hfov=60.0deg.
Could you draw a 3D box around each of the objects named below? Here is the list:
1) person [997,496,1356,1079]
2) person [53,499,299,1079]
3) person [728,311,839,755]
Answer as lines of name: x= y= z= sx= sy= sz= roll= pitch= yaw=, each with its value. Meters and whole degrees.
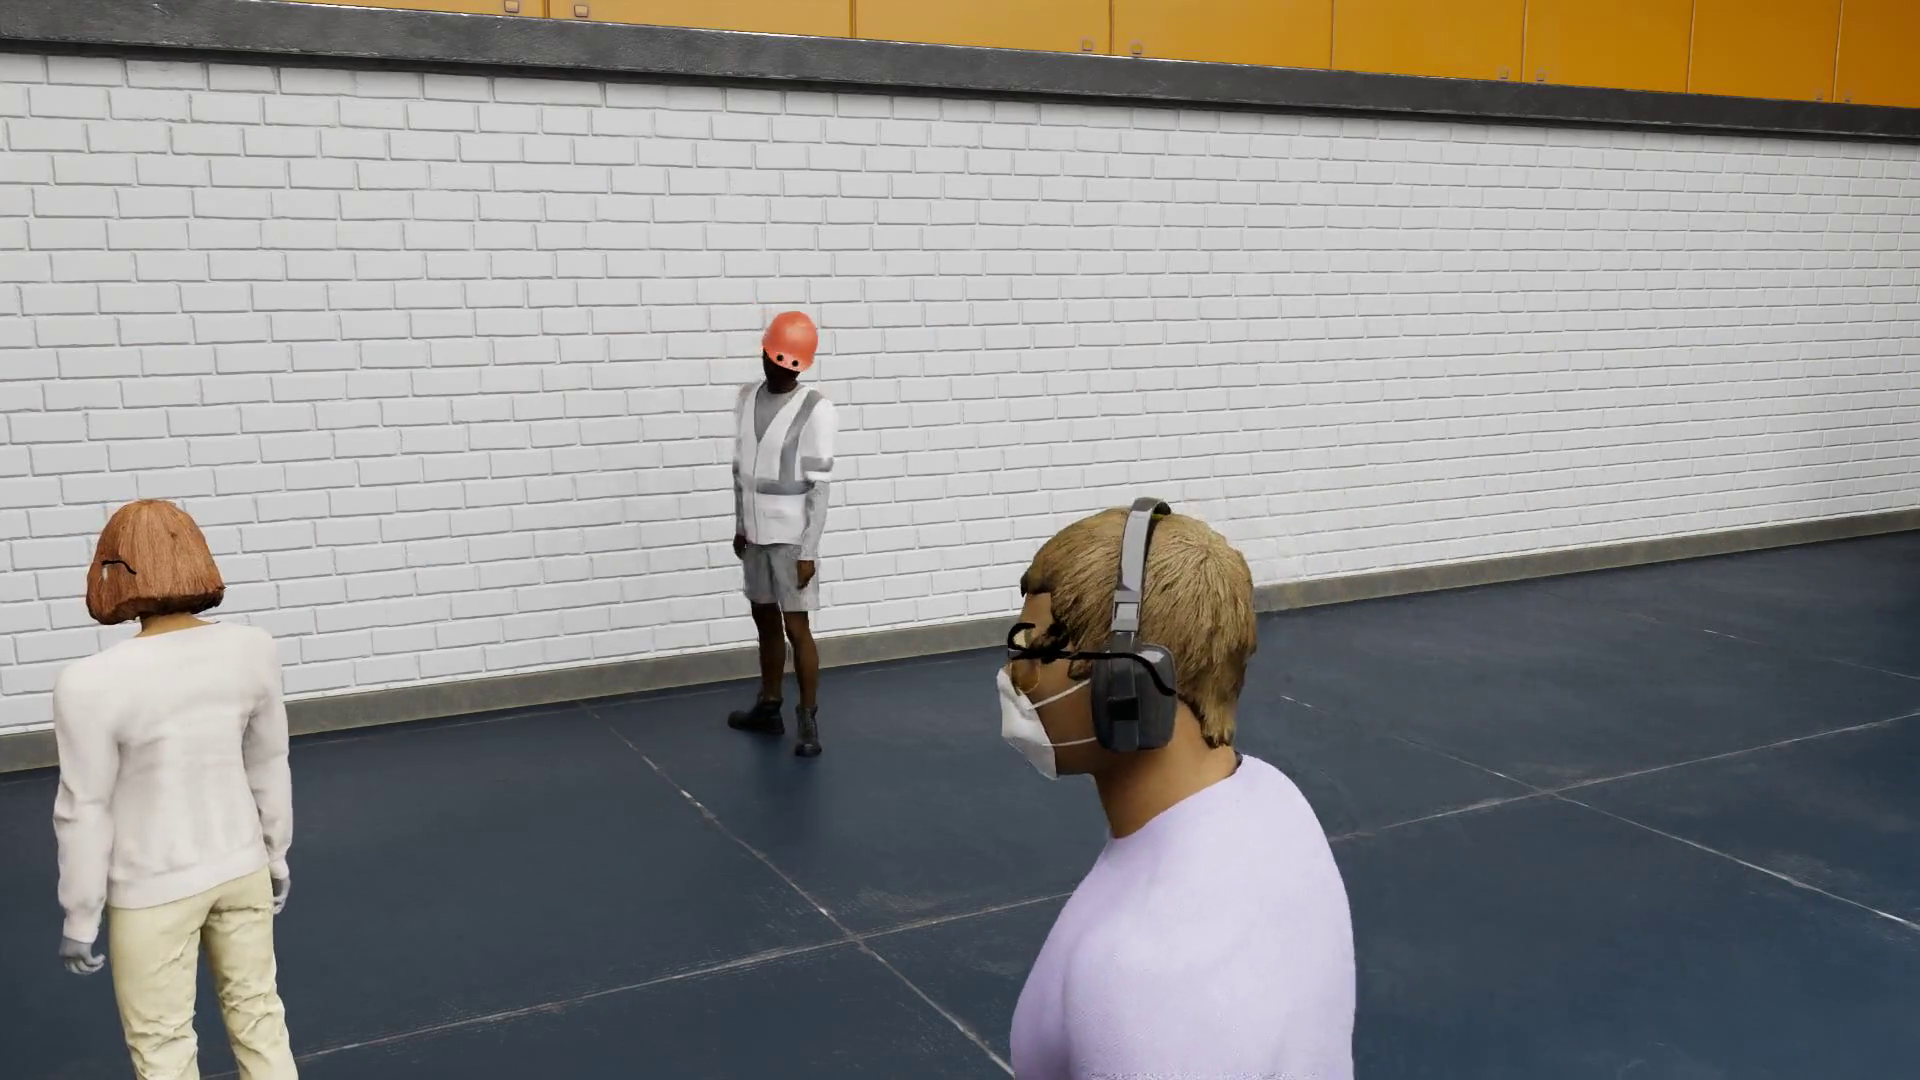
person: x=0.131 y=0.892 z=1.746 sx=1.013 sy=1.884 sz=0.655 roll=3 pitch=10 yaw=19
person: x=-1.606 y=0.726 z=3.455 sx=0.272 sy=1.627 sz=0.500 roll=6 pitch=11 yaw=29
person: x=-0.816 y=-0.030 z=7.082 sx=0.728 sy=1.896 sz=0.355 roll=9 pitch=13 yaw=41
